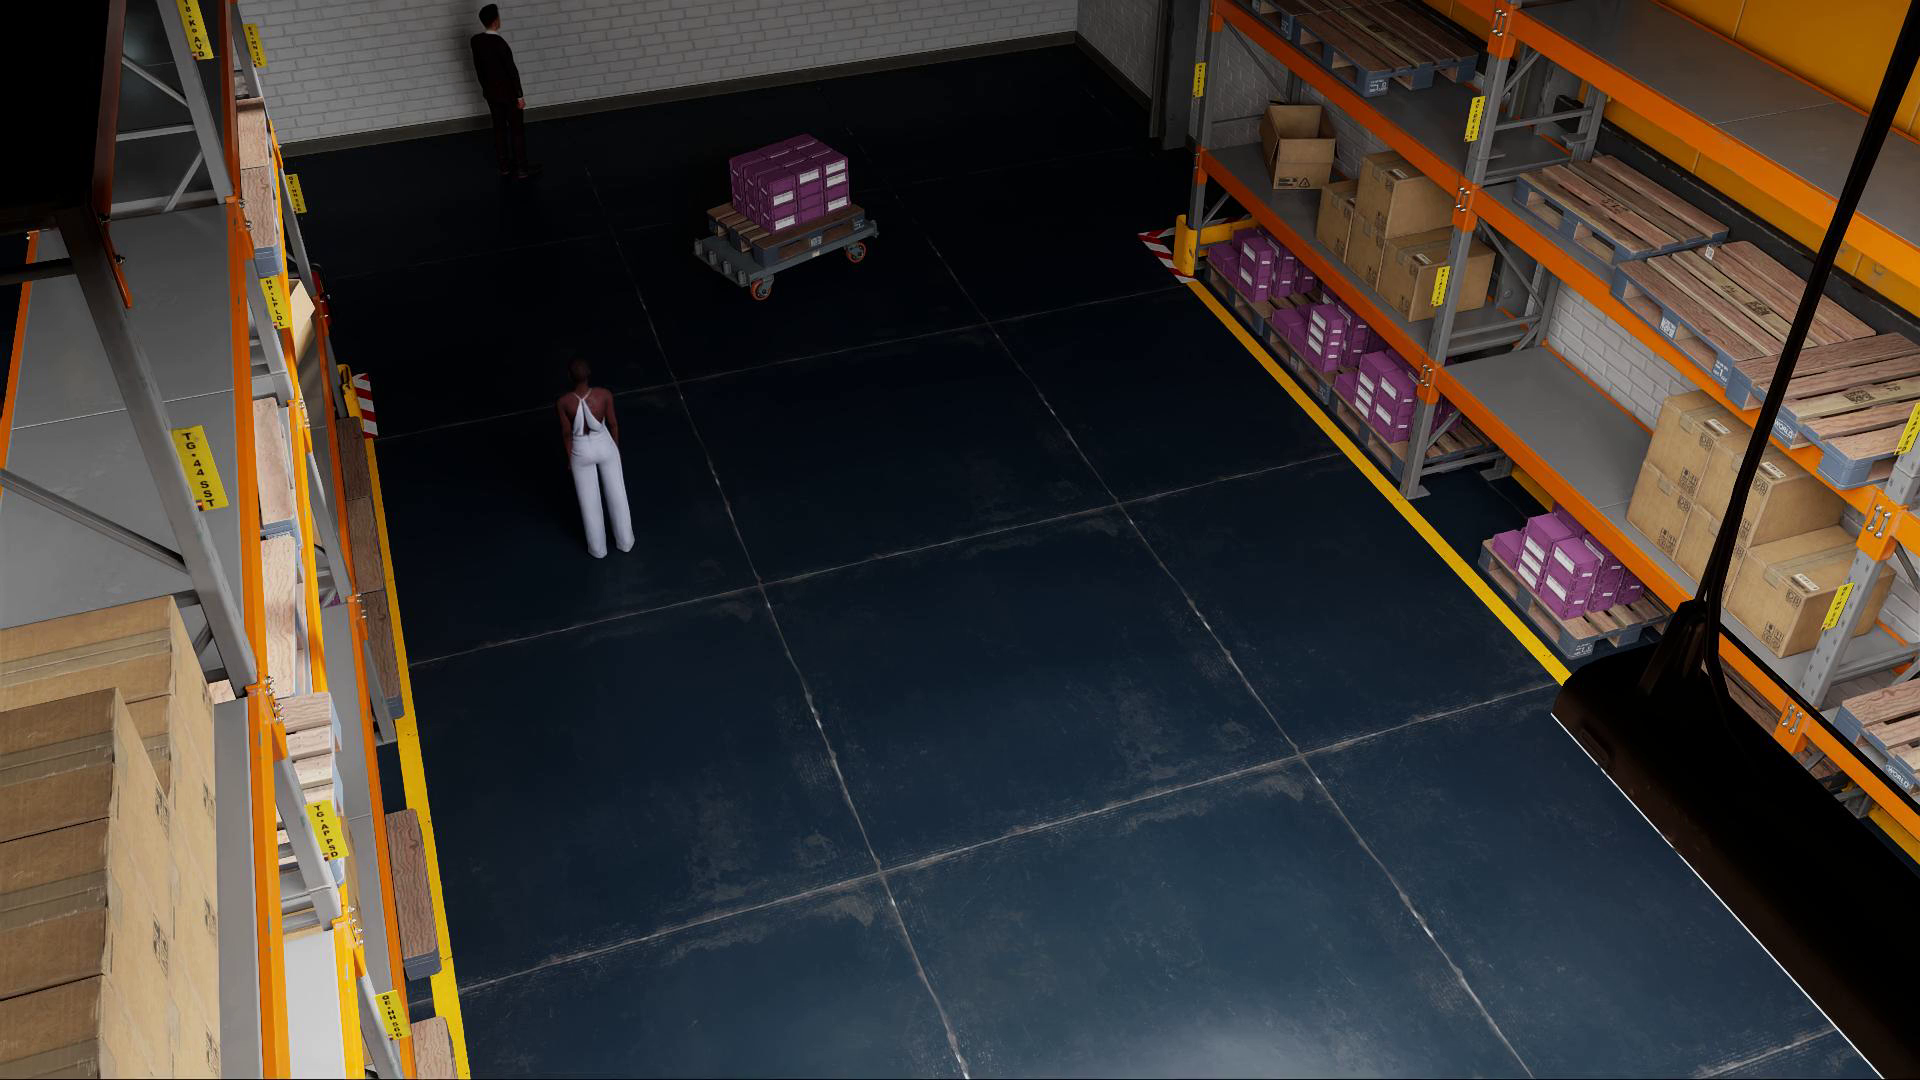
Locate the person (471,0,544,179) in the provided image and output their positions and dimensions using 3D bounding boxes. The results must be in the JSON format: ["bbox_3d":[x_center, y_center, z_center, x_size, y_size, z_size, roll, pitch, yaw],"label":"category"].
[{"bbox_3d":[-4.846,-4.745,17.607,0.770,1.865,0.833,17,42,20],"label":"person"}]

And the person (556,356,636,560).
[{"bbox_3d":[-2.744,-0.612,12.498,0.567,1.784,0.468,-14,41,-16],"label":"person"}]
